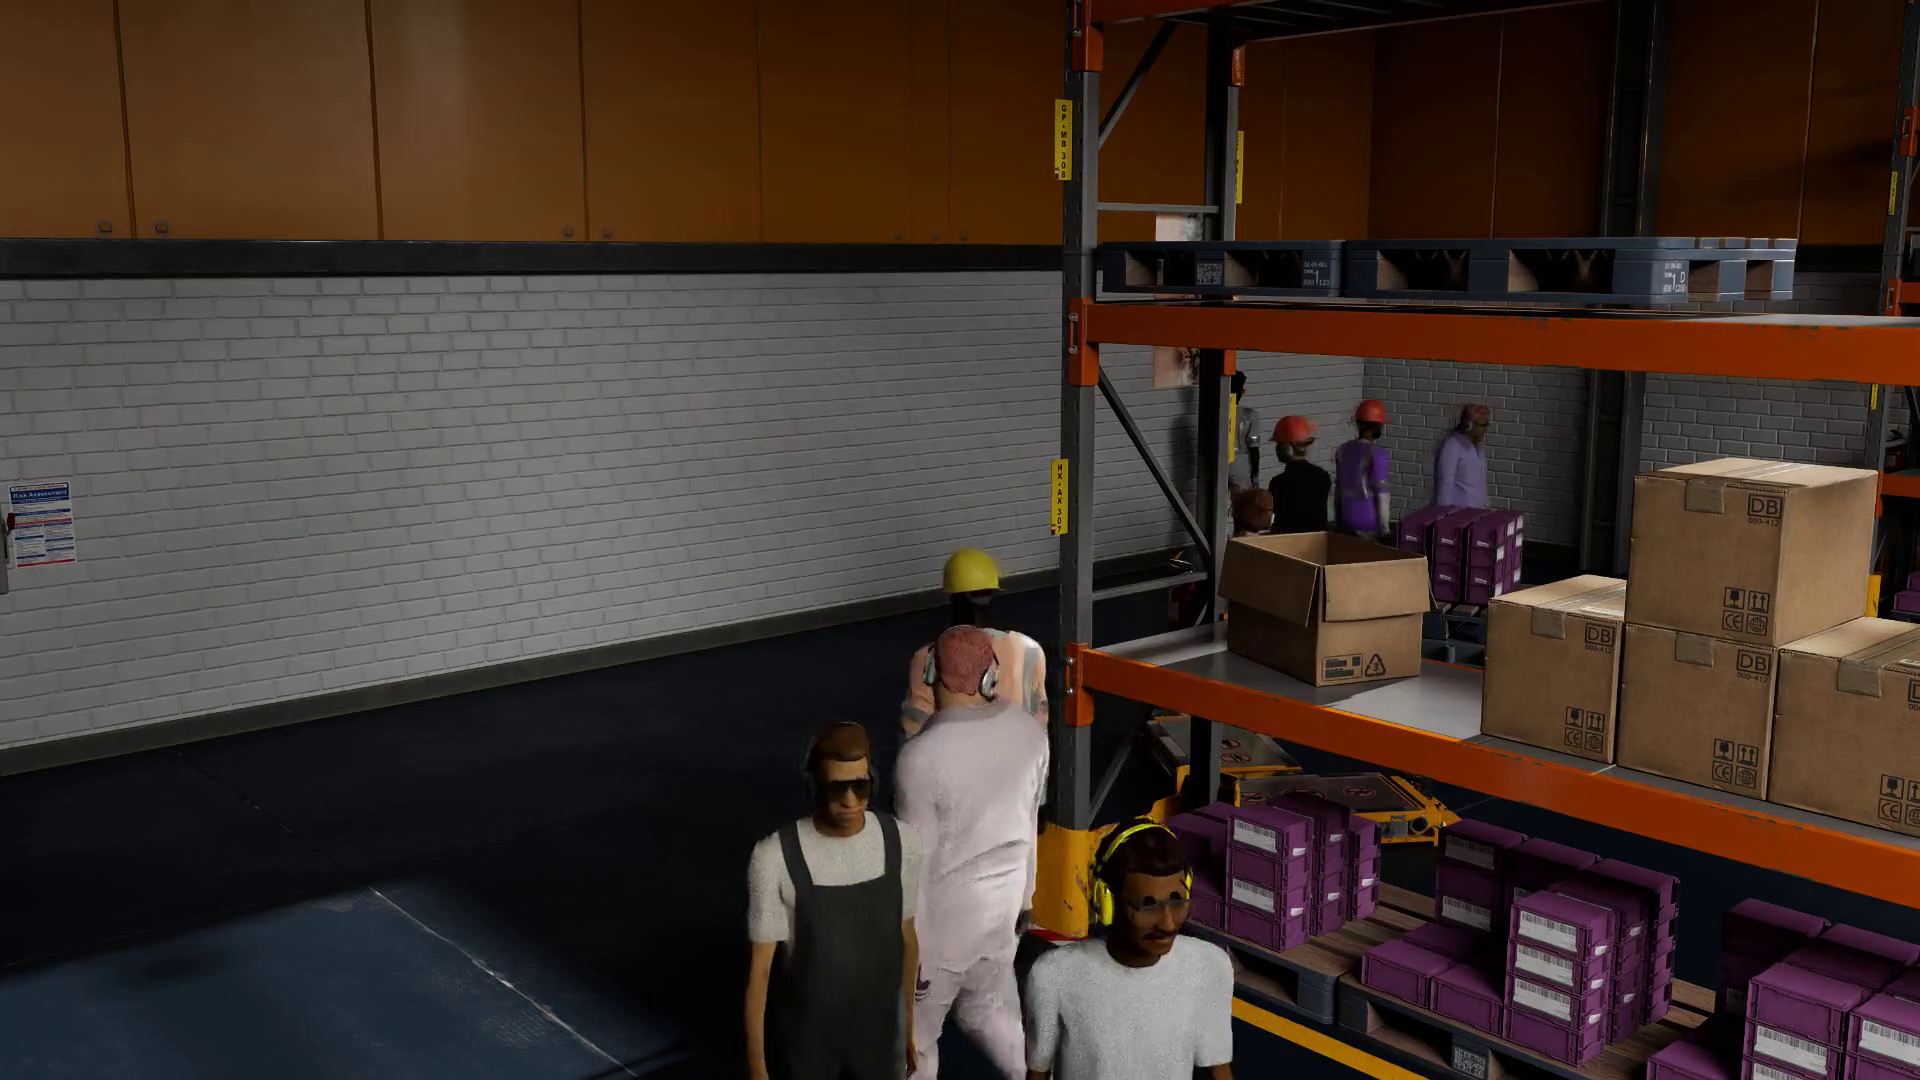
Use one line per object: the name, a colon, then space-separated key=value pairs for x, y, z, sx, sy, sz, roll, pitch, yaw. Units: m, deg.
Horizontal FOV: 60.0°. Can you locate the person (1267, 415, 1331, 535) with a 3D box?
person: x=2.202 y=0.141 z=11.252 sx=0.631 sy=1.966 sz=0.767 roll=-7 pitch=12 yaw=-36

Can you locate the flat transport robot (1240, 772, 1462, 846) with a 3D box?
flat transport robot: x=1.882 y=1.423 z=8.722 sx=1.431 sy=0.197 sz=0.652 roll=-1 pitch=10 yaw=-7

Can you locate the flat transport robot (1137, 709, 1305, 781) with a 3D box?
flat transport robot: x=1.495 y=1.256 z=9.702 sx=0.652 sy=0.197 sz=1.431 roll=-1 pitch=10 yaw=-7

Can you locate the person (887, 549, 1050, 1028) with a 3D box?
person: x=0.033 y=0.972 z=6.706 sx=0.594 sy=1.867 sz=0.994 roll=-6 pitch=11 yaw=-31

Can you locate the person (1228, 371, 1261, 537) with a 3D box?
person: x=2.567 y=-0.635 z=15.833 sx=0.609 sy=1.957 sz=0.369 roll=5 pitch=11 yaw=28

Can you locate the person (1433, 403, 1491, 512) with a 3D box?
person: x=3.984 y=-0.158 z=13.276 sx=0.487 sy=1.878 sz=0.713 roll=6 pitch=11 yaw=31

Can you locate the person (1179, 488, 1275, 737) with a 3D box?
person: x=1.749 y=0.466 z=10.388 sx=0.710 sy=1.606 sz=0.492 roll=2 pitch=10 yaw=12

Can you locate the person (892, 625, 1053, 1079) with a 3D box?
person: x=0.061 y=1.213 z=5.285 sx=0.636 sy=1.867 sz=0.686 roll=9 pitch=13 yaw=44

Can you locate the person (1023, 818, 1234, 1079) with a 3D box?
person: x=0.403 y=1.501 z=3.784 sx=0.519 sy=1.809 sz=1.004 roll=-3 pitch=10 yaw=-18

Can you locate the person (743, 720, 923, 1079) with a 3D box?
person: x=-0.358 y=1.355 z=4.649 sx=0.523 sy=1.810 sz=0.940 roll=-3 pitch=10 yaw=-19

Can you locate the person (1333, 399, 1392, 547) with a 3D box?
person: x=3.144 y=-0.151 z=13.122 sx=0.523 sy=1.924 sz=0.558 roll=-4 pitch=11 yaw=-23
